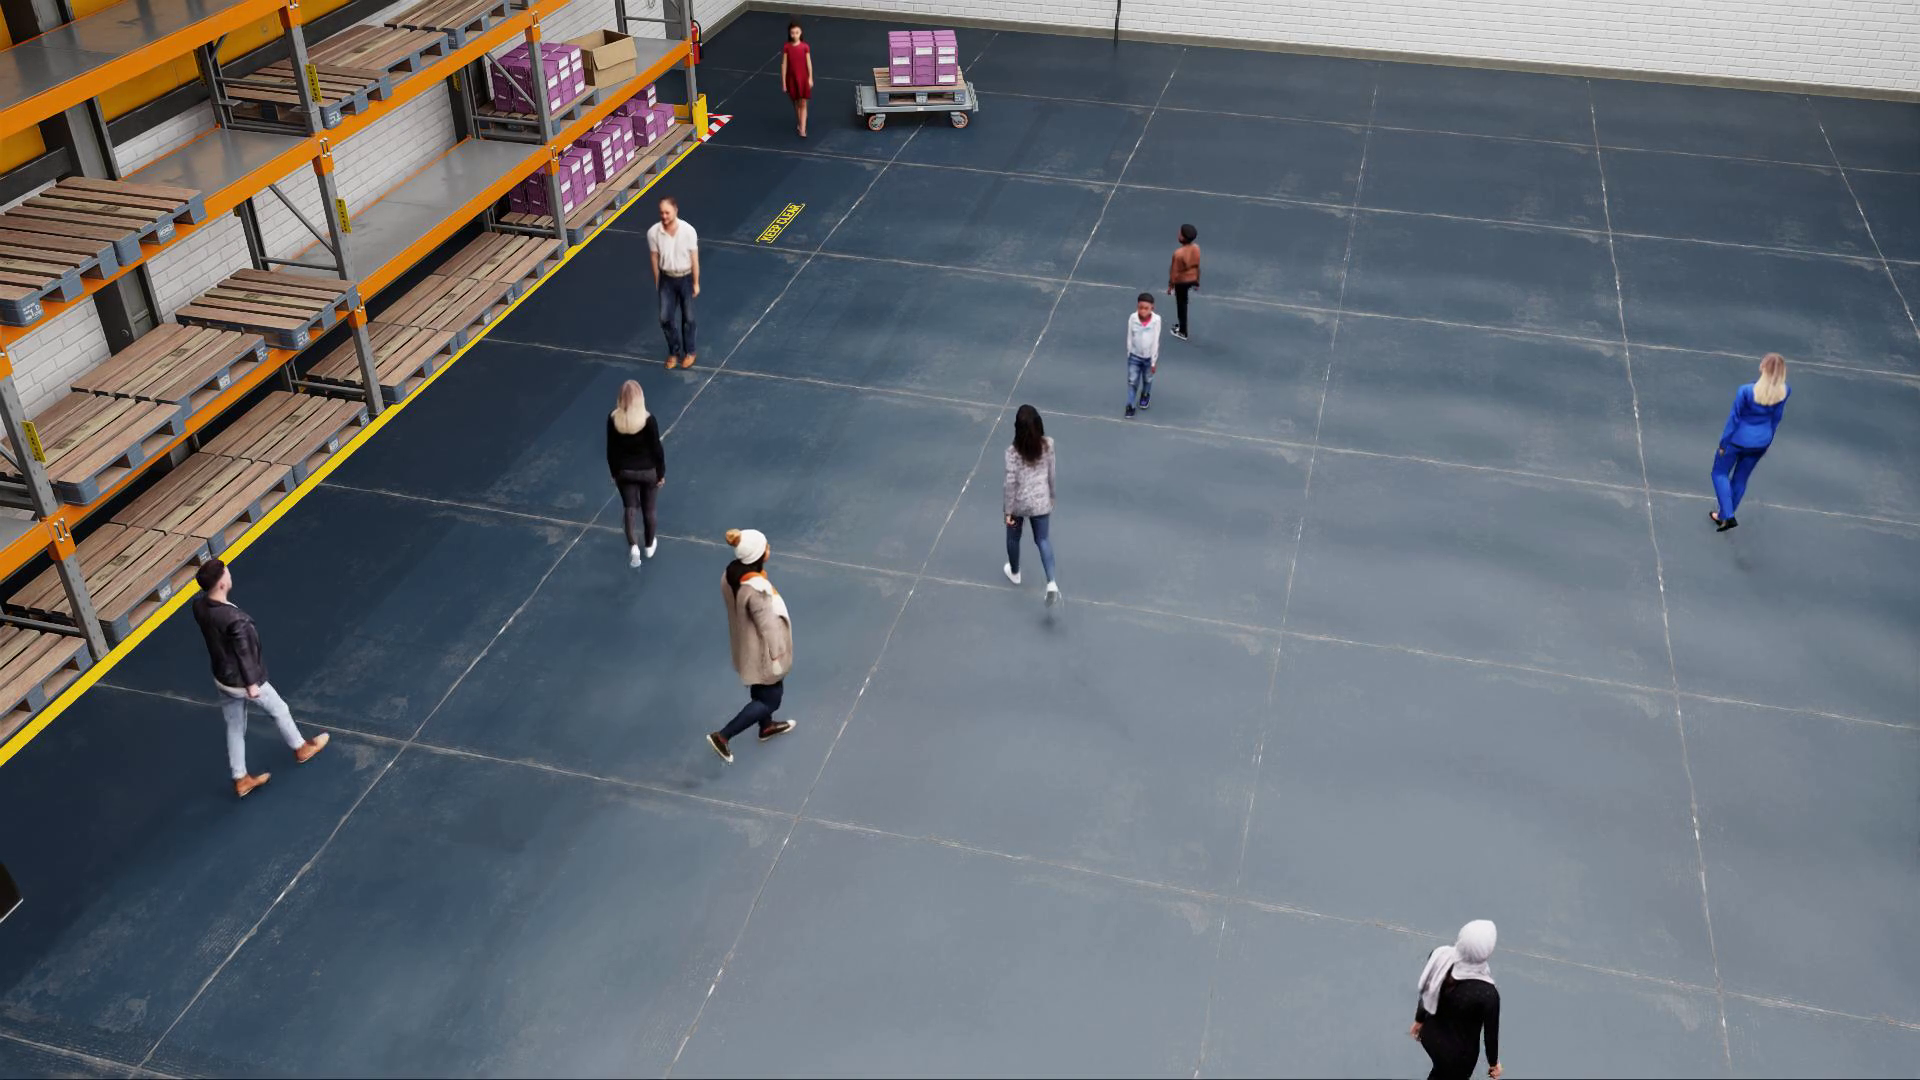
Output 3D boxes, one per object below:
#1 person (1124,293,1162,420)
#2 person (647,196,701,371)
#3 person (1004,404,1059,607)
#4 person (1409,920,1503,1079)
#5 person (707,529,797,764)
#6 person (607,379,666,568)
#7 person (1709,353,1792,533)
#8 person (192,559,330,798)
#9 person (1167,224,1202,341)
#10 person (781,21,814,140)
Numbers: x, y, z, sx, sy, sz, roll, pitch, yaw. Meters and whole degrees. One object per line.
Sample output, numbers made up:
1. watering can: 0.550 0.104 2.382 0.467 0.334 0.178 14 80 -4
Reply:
1. person: 1.775 -1.794 15.882 0.465 1.226 0.842 9 35 13
2. person: -2.768 -2.618 16.573 0.706 1.835 0.710 3 34 5
3. person: 0.575 -0.255 13.131 0.976 1.710 1.151 -11 35 -16
4. person: 2.471 2.694 8.646 0.830 1.763 0.763 -14 36 -20
5. person: -1.487 0.743 11.483 1.090 1.871 1.032 -18 38 -25
6. person: -2.640 -0.494 13.524 0.753 1.673 0.941 0 34 0
7. person: 6.613 -0.756 13.904 0.749 1.688 0.860 -1 34 -2
8. person: -4.909 0.980 11.178 0.826 1.815 1.041 17 37 24
9. person: 2.360 -2.648 17.149 0.591 1.246 0.679 -26 42 -34
10. person: -2.170 -6.166 22.204 0.749 1.509 1.098 -1 34 -1
